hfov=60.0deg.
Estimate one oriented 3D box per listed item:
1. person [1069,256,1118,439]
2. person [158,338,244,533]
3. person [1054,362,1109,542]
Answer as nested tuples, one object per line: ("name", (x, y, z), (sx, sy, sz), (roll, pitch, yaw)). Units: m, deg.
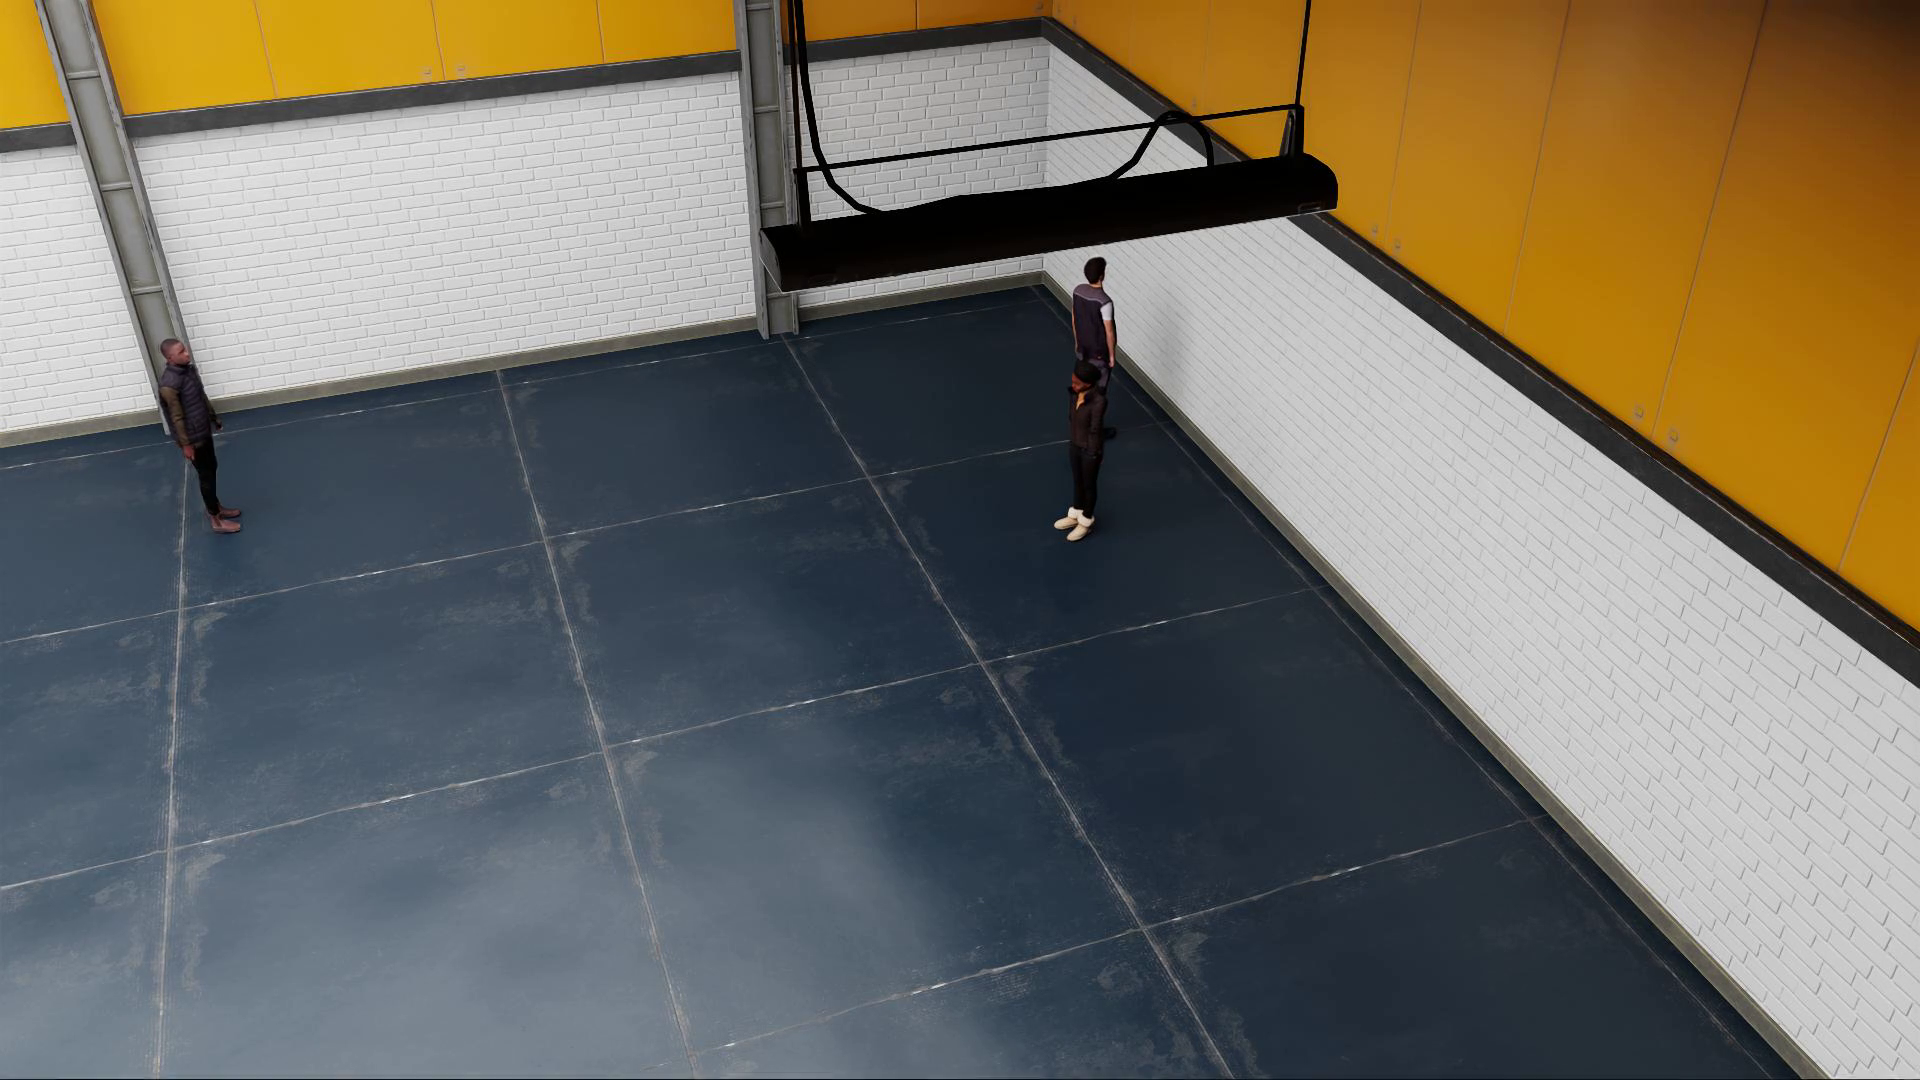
("person", (1.259, -1.816, 15.735), (0.718, 1.849, 0.733), (-28, 43, -36))
("person", (-6.649, -0.926, 14.406), (0.762, 1.838, 0.799), (-3, 34, -4))
("person", (1.102, -0.803, 14.382), (0.666, 1.660, 0.618), (-17, 37, -24))
